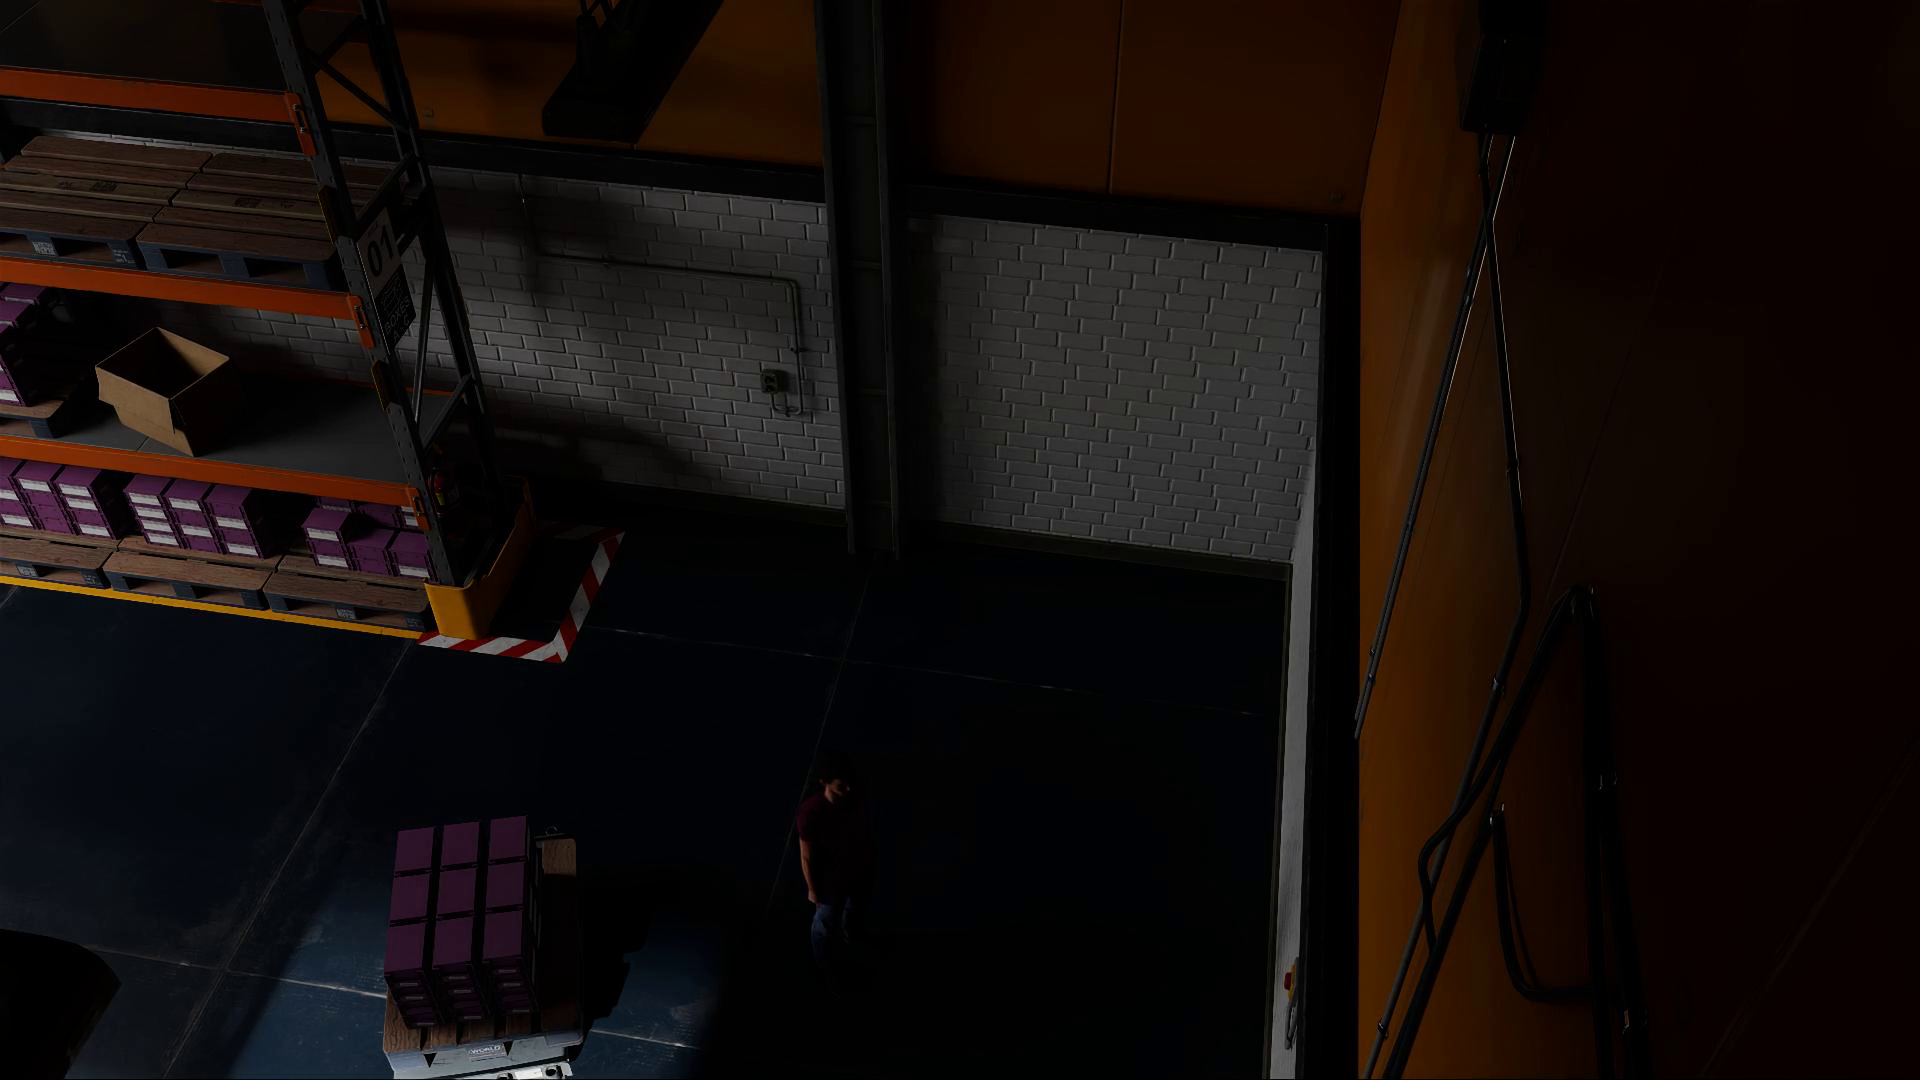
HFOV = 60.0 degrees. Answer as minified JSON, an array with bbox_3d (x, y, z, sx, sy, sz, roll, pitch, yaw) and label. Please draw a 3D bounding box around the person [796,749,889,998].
[{"bbox_3d":[-0.655,1.764,9.086,0.743,1.855,0.743,32,52,29],"label":"person"}]
